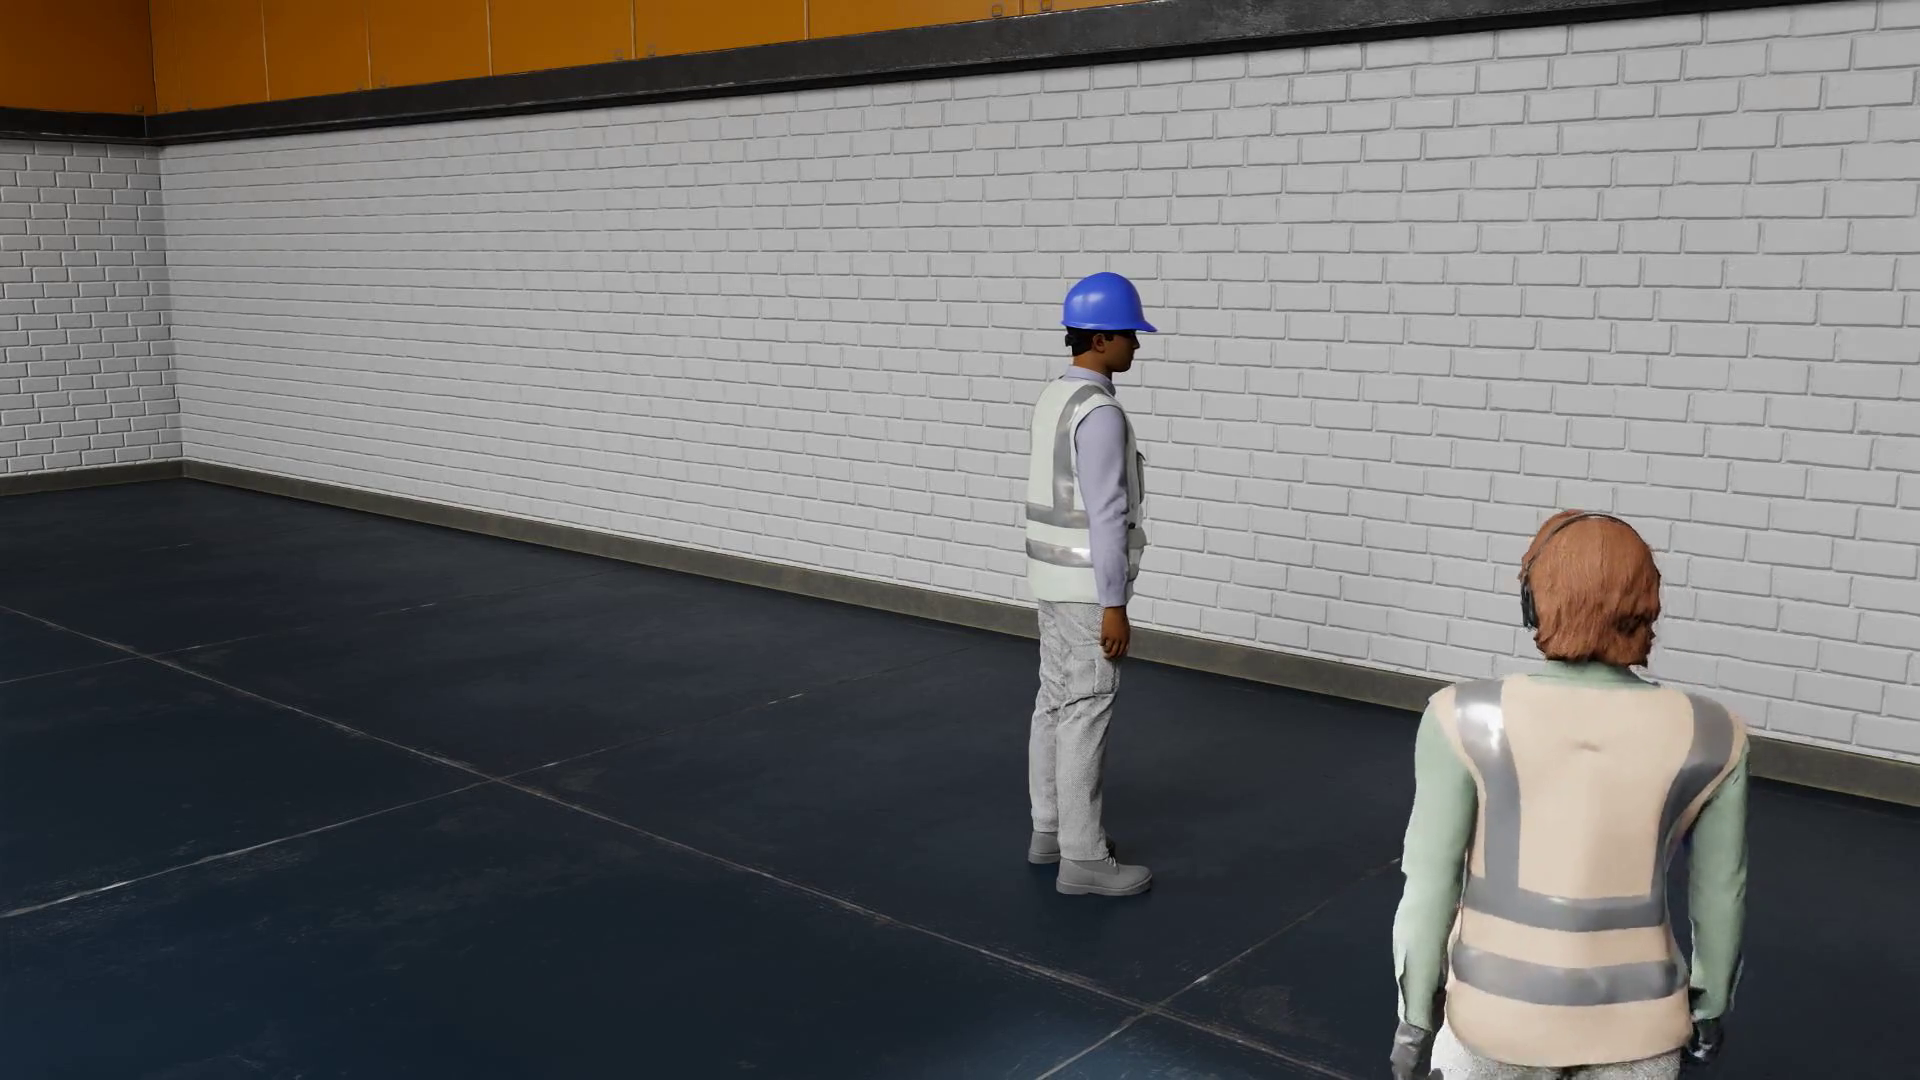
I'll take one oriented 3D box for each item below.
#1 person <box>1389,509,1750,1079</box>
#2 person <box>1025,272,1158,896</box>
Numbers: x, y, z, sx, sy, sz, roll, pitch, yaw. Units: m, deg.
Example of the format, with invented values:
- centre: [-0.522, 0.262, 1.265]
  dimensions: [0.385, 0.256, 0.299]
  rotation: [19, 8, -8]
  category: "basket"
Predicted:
- centre: [0.971, 0.749, 2.724]
  dimensions: [0.552, 1.610, 0.719]
  rotation: [1, 10, 8]
  category: "person"
- centre: [0.410, 0.137, 5.266]
  dimensions: [0.404, 1.945, 0.615]
  rotation: [-2, 10, -14]
  category: "person"
